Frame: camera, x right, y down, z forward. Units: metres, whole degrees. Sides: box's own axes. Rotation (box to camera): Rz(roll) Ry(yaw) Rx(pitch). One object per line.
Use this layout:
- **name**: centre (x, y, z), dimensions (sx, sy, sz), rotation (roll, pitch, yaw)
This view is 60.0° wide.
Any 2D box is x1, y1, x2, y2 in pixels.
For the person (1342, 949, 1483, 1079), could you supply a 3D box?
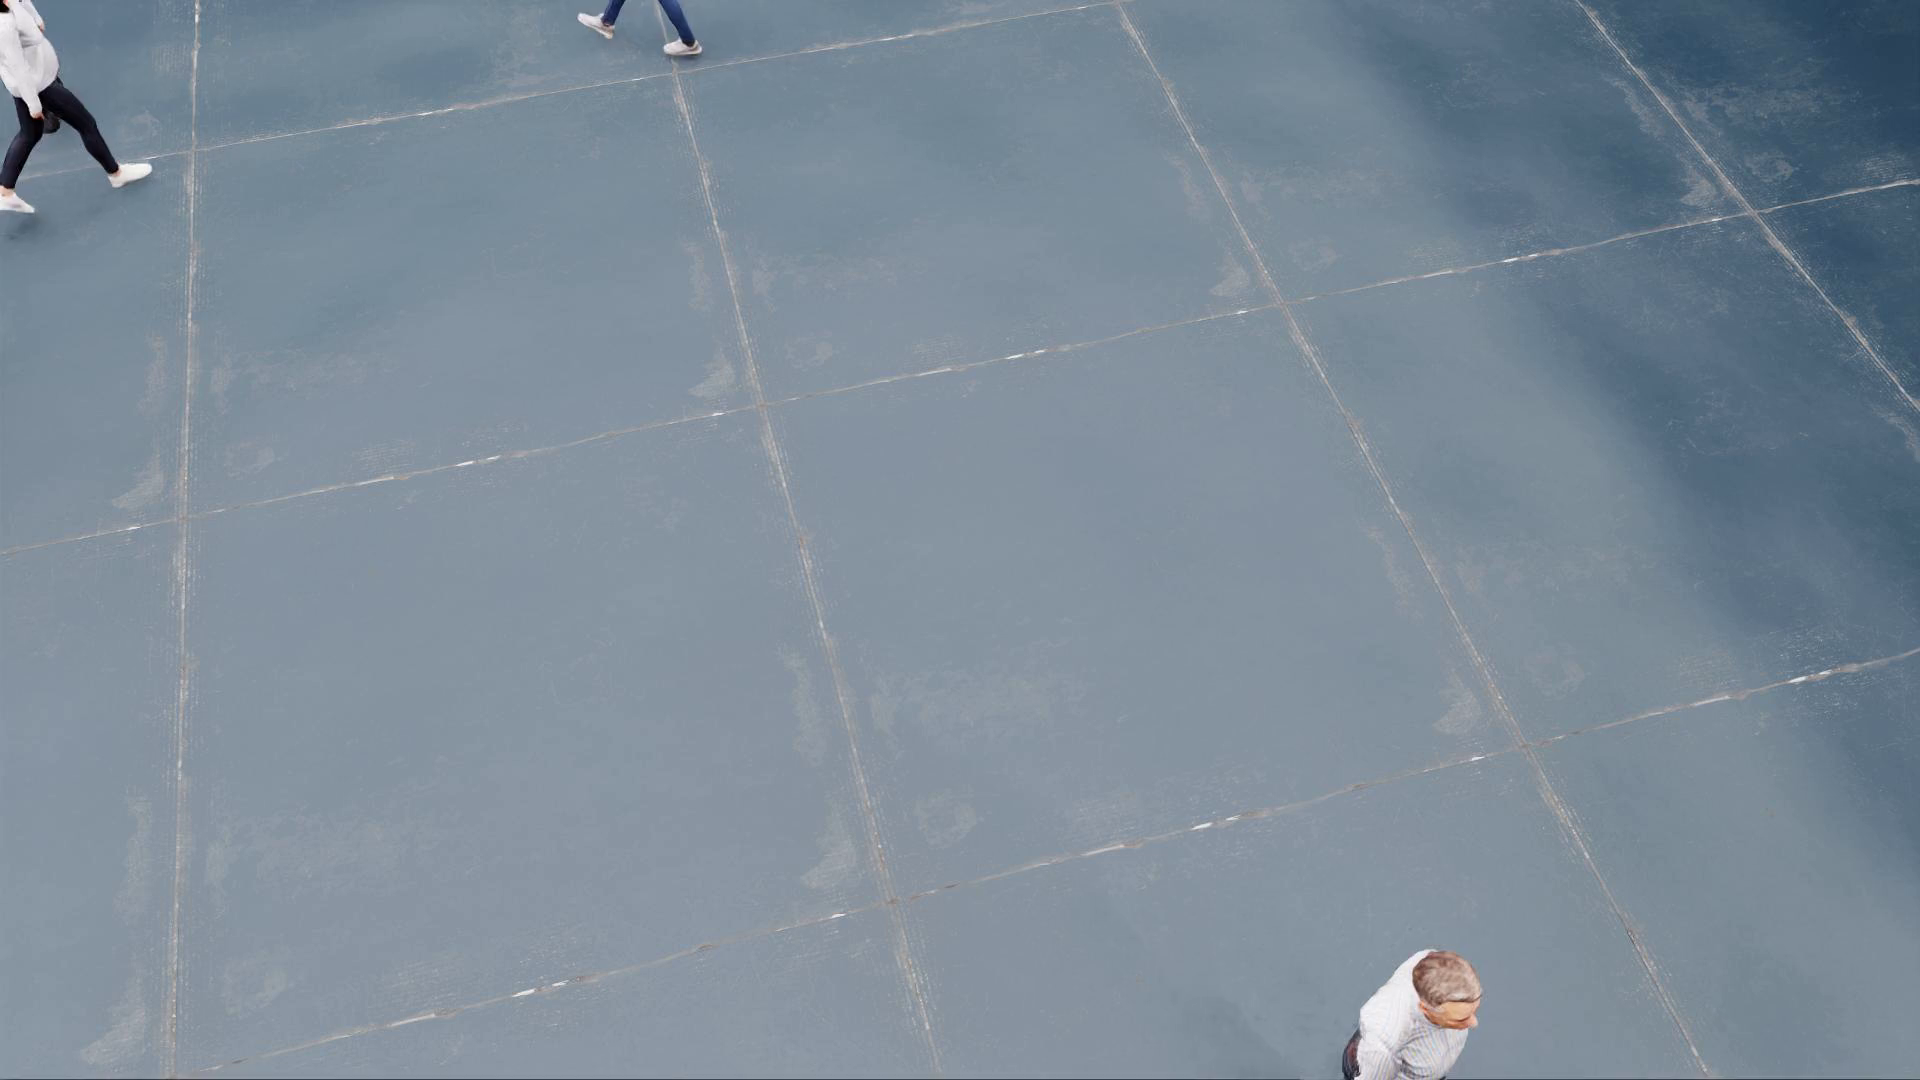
- **person**: centre (1.477, 1.793, 5.863), dimensions (0.789, 1.812, 0.799), rotation (-37, 61, -25)

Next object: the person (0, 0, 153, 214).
- **person**: centre (-5.270, -2.509, 9.289), dimensions (0.985, 1.664, 1.131), rotation (-35, 60, -24)

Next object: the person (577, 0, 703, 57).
- **person**: centre (-1.894, -3.684, 10.170), dimensions (0.994, 1.709, 1.101), rotation (10, 53, 8)

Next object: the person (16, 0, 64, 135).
- **person**: centre (-5.726, -3.141, 10.041), dimensions (0.548, 1.248, 0.892), rotation (-9, 53, -7)
